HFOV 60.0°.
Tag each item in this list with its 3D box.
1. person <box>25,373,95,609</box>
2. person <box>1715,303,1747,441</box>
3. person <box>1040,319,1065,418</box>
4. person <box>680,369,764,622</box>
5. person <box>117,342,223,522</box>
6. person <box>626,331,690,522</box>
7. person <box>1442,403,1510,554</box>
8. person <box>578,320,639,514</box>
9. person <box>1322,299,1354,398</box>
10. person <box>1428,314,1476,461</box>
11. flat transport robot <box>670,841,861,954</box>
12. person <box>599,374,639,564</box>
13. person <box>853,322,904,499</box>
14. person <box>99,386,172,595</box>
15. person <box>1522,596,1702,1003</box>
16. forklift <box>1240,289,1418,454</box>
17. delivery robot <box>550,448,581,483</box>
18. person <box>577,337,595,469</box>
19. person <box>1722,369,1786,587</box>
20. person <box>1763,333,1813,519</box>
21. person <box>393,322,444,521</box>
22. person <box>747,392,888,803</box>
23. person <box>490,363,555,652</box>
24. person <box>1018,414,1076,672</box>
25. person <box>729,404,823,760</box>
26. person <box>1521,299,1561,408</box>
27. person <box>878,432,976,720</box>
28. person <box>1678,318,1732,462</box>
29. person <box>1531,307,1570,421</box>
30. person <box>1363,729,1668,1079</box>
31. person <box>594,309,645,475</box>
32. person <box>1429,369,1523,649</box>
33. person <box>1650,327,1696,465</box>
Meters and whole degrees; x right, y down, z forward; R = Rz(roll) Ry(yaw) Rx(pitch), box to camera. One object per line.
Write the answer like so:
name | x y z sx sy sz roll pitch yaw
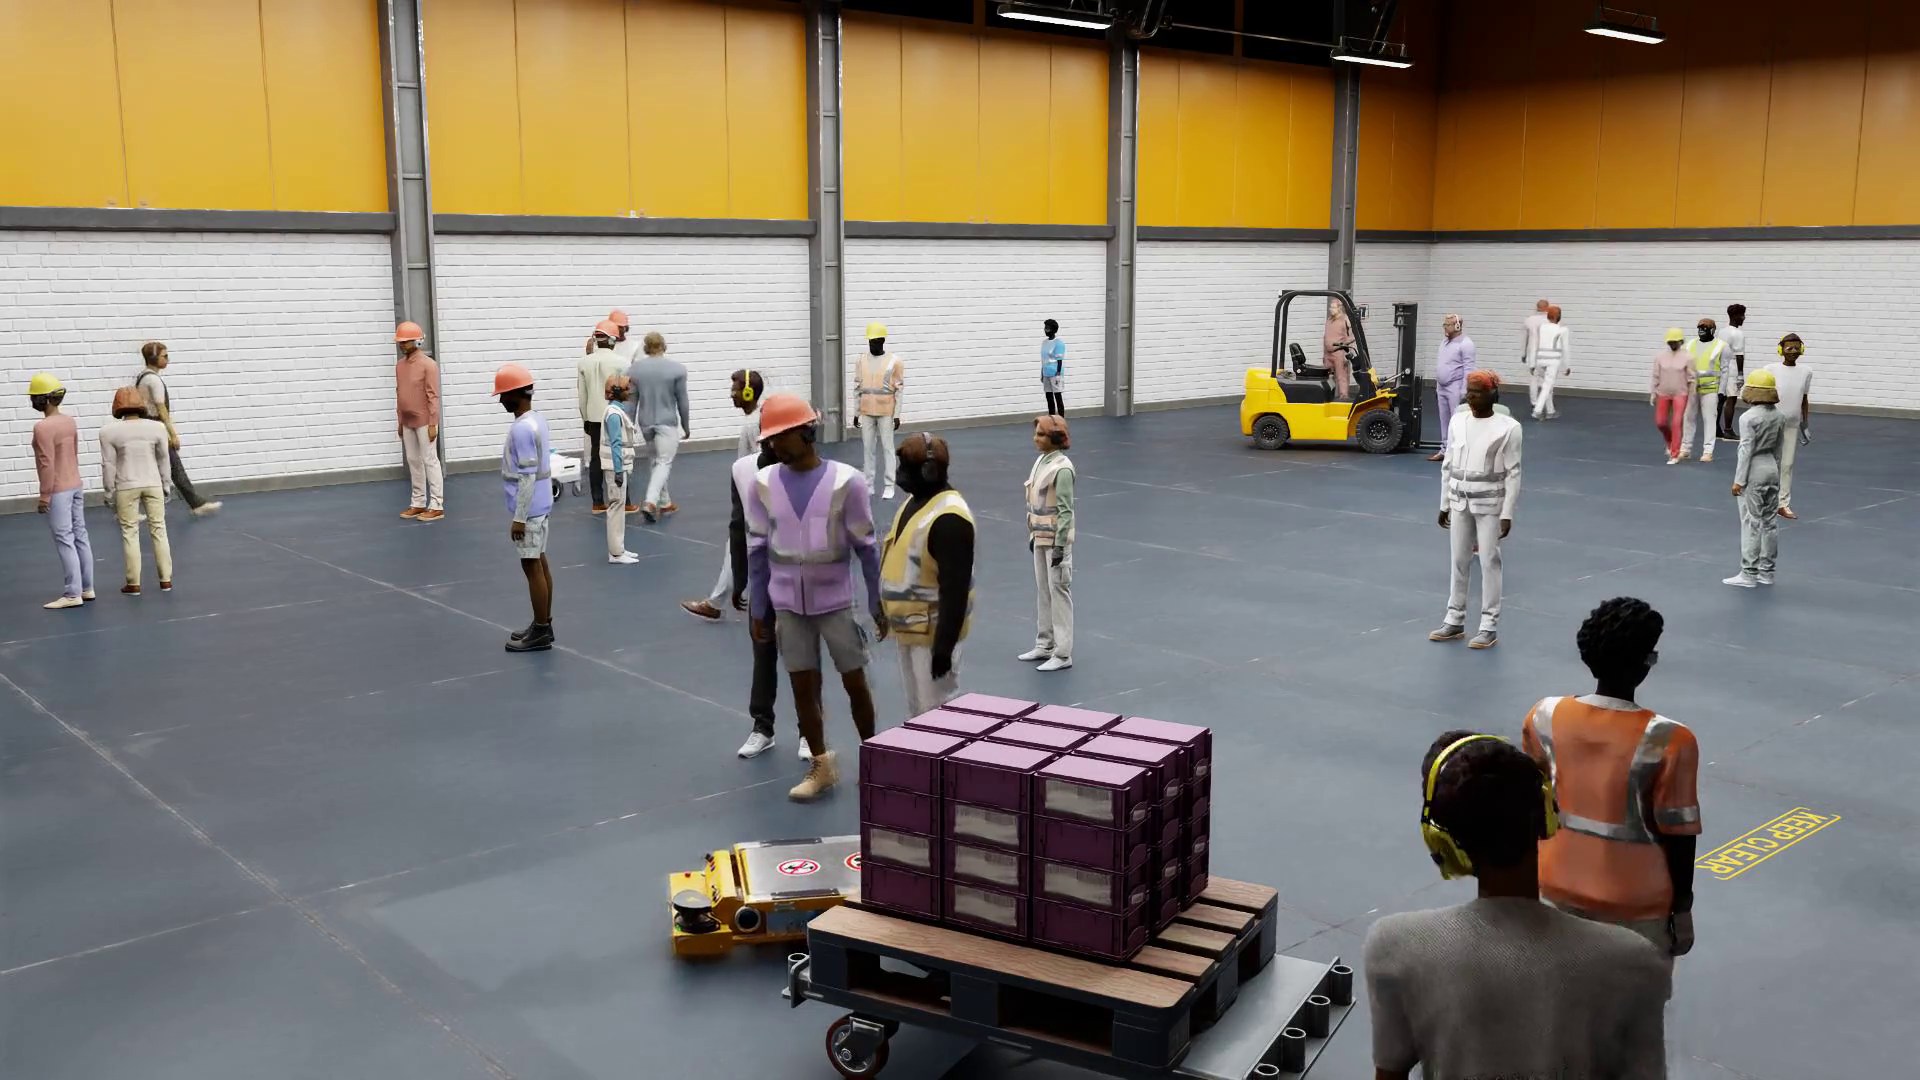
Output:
person | -6.779 -0.366 12.485 0.331 1.767 0.527 0 10 -3
person | 11.010 -2.392 23.761 0.364 1.965 0.610 -1 10 -8
person | 1.397 -2.510 25.254 0.320 1.691 0.534 -6 11 -30
person | -1.555 -0.301 11.957 0.947 1.815 0.581 1 10 4
person | -7.947 -1.070 16.537 0.989 1.790 0.534 -6 11 -31
person | -3.048 -1.130 16.615 0.616 1.897 0.889 3 10 14
person | 4.630 -0.699 14.934 0.517 1.586 0.842 -1 10 -3
person | -3.591 -1.246 16.996 0.610 1.986 0.392 3 10 17
person | 6.444 -3.183 28.567 0.403 1.906 0.651 -5 11 -28
person | 6.244 -1.917 21.154 0.401 1.906 0.649 -3 10 -17
flat transport robot | -0.424 1.380 6.632 1.431 0.197 0.652 -2 10 -11
person | -2.940 -0.608 14.306 0.310 1.631 0.509 -2 10 -11
person | -0.897 -1.405 18.098 0.587 1.928 0.362 4 10 21
person | -6.422 -0.386 12.989 0.497 1.633 0.287 -8 13 -40
person | 1.824 0.997 4.700 0.320 1.699 0.531 -8 13 -40
forklift | 5.034 -2.339 22.783 2.313 2.155 1.214 3 10 16
delivery robot | -4.451 -0.760 18.058 0.477 0.478 0.707 5 11 27
person | -4.499 -1.686 20.590 0.521 1.636 0.311 5 11 25
person | 6.356 -0.495 13.304 0.487 1.744 0.313 -5 11 -28
person | 8.276 -1.135 16.712 0.518 1.862 0.326 1 10 6
person | -5.442 -1.187 16.652 0.614 1.987 0.407 7 12 36
person | -0.644 0.283 8.014 0.762 2.000 0.545 2 10 10
person | -2.916 -0.213 11.121 0.373 1.928 0.543 -1 10 -5
person | 0.580 0.013 10.637 0.307 1.641 0.513 -3 10 -18
person | -0.917 0.199 8.740 0.590 1.916 0.389 2 10 11
person | 10.137 -3.247 28.981 0.678 1.884 0.738 5 11 28
person | -0.161 0.423 7.648 0.429 1.842 0.631 -3 10 -19
person | 9.556 -1.931 21.431 0.429 1.844 0.622 -9 13 -41
person | 9.468 -2.833 26.751 0.984 1.839 0.591 -9 13 -42
person | 0.994 1.252 2.867 0.661 1.819 0.385 5 11 26
person | -4.036 -1.737 19.816 0.614 2.005 0.760 -3 10 -16
person | 3.490 -0.213 11.238 0.354 1.887 0.572 -8 12 -38
person | 9.114 -1.847 21.195 0.558 1.747 0.536 8 13 40
